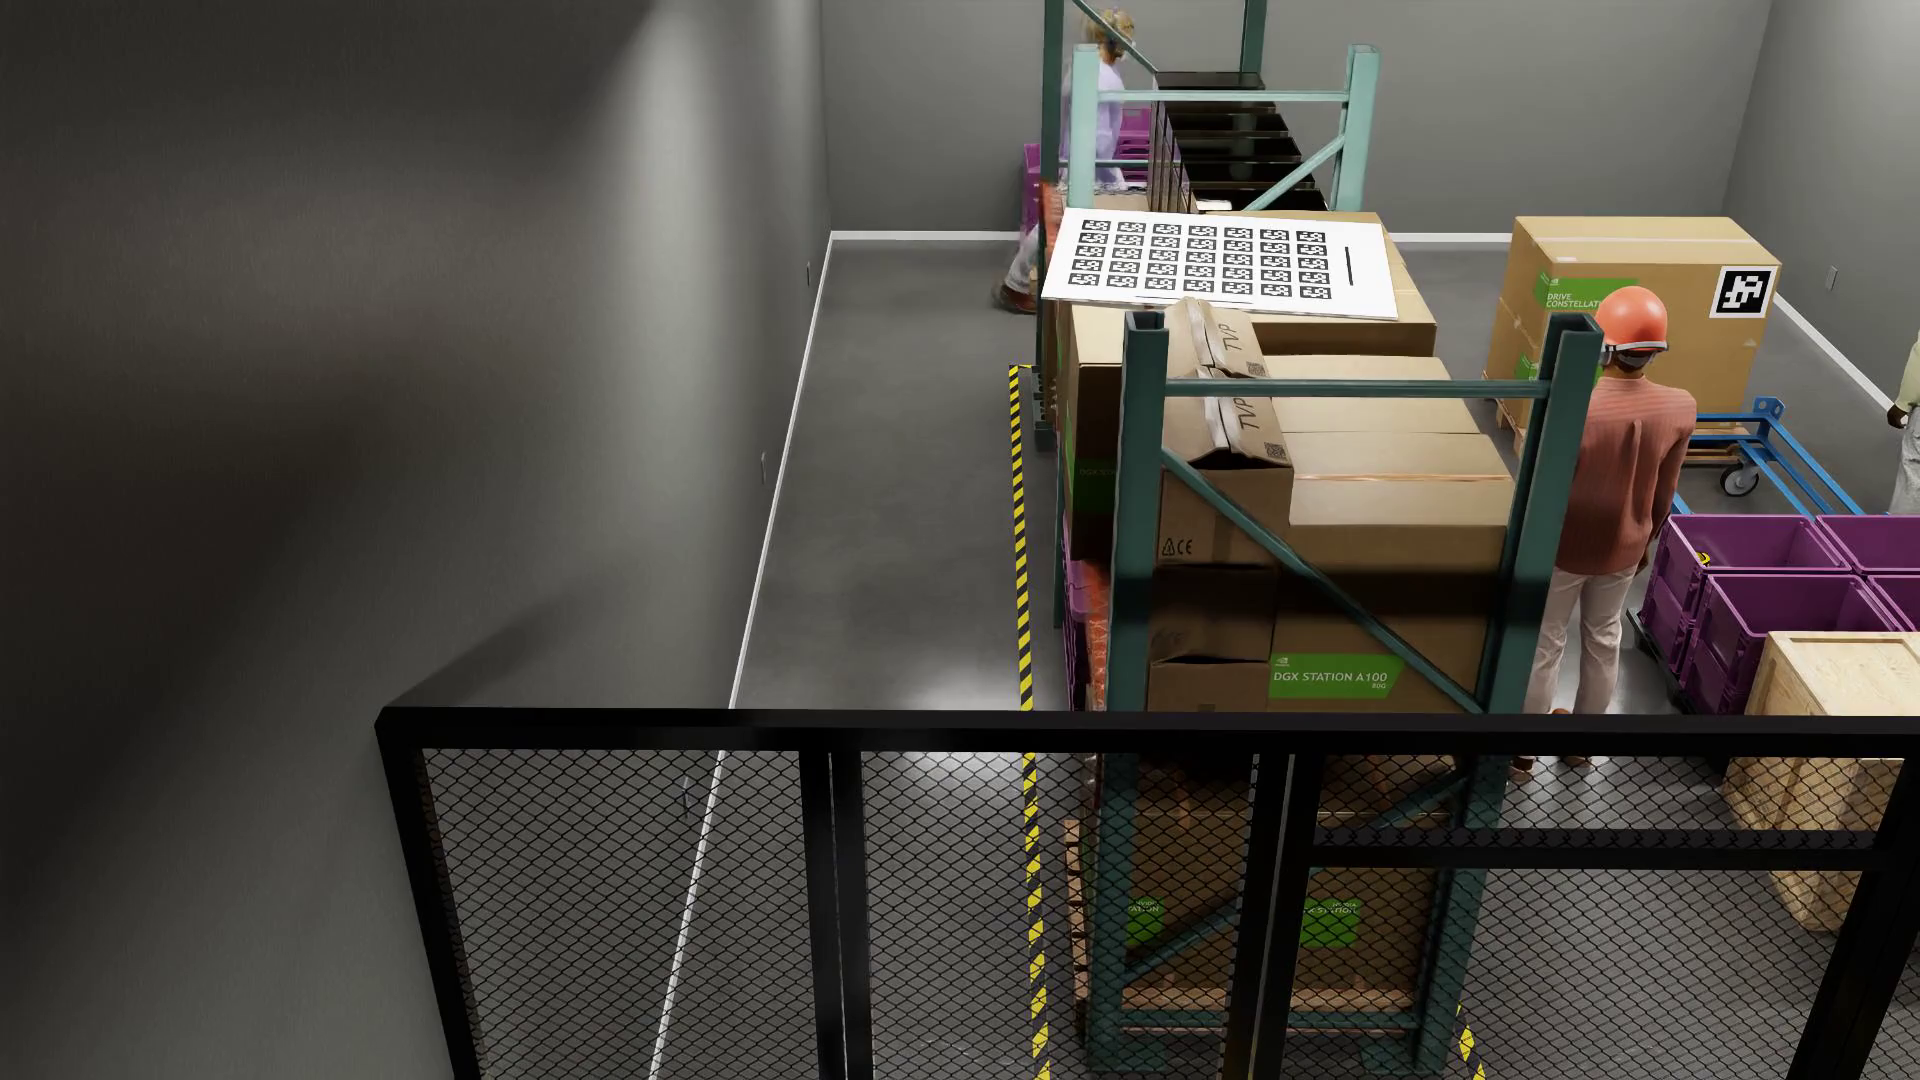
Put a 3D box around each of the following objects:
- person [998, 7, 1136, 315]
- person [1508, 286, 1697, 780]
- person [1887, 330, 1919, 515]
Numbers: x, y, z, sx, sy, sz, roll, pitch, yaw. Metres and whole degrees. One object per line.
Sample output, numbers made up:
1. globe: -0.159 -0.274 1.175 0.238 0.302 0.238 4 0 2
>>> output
1. person: 0.743 -2.232 9.992 1.080 1.887 0.651 8 32 12
2. person: 2.308 0.011 6.144 0.611 1.994 0.375 -7 32 -12
3. person: 4.454 -0.645 7.386 0.595 1.834 0.404 2 31 3
